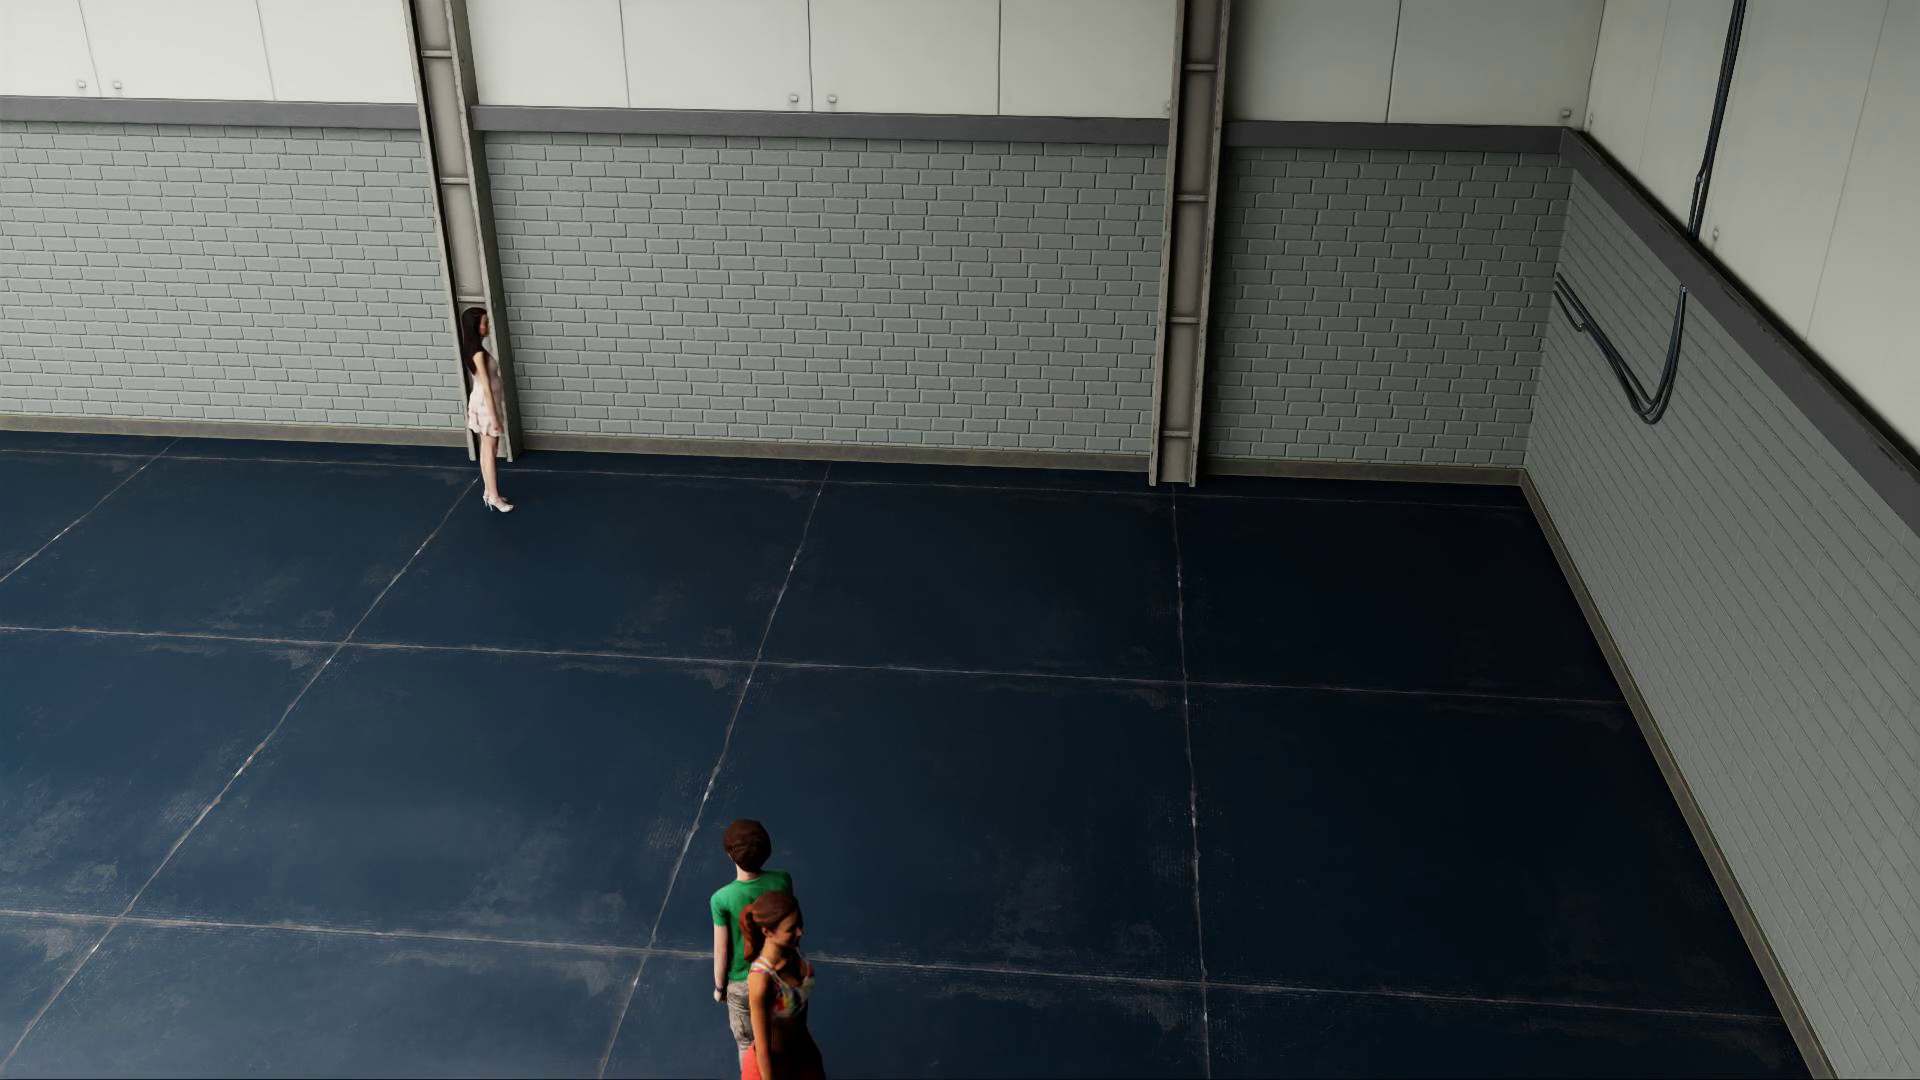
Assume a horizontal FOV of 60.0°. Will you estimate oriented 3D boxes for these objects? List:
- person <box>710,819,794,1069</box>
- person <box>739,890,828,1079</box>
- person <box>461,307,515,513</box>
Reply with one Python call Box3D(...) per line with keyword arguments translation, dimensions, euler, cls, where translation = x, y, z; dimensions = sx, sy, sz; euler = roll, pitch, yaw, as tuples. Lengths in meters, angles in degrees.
Box3D(translation=(-0.919, 1.999, 7.674), dimensions=(0.645, 1.651, 0.733), euler=(-15, 31, -27), cls="person")
Box3D(translation=(-0.855, 2.222, 7.128), dimensions=(1.193, 1.753, 0.792), euler=(10, 29, 18), cls="person")
Box3D(translation=(-3.861, -1.054, 13.508), dimensions=(0.678, 1.737, 0.659), euler=(-12, 30, -22), cls="person")
